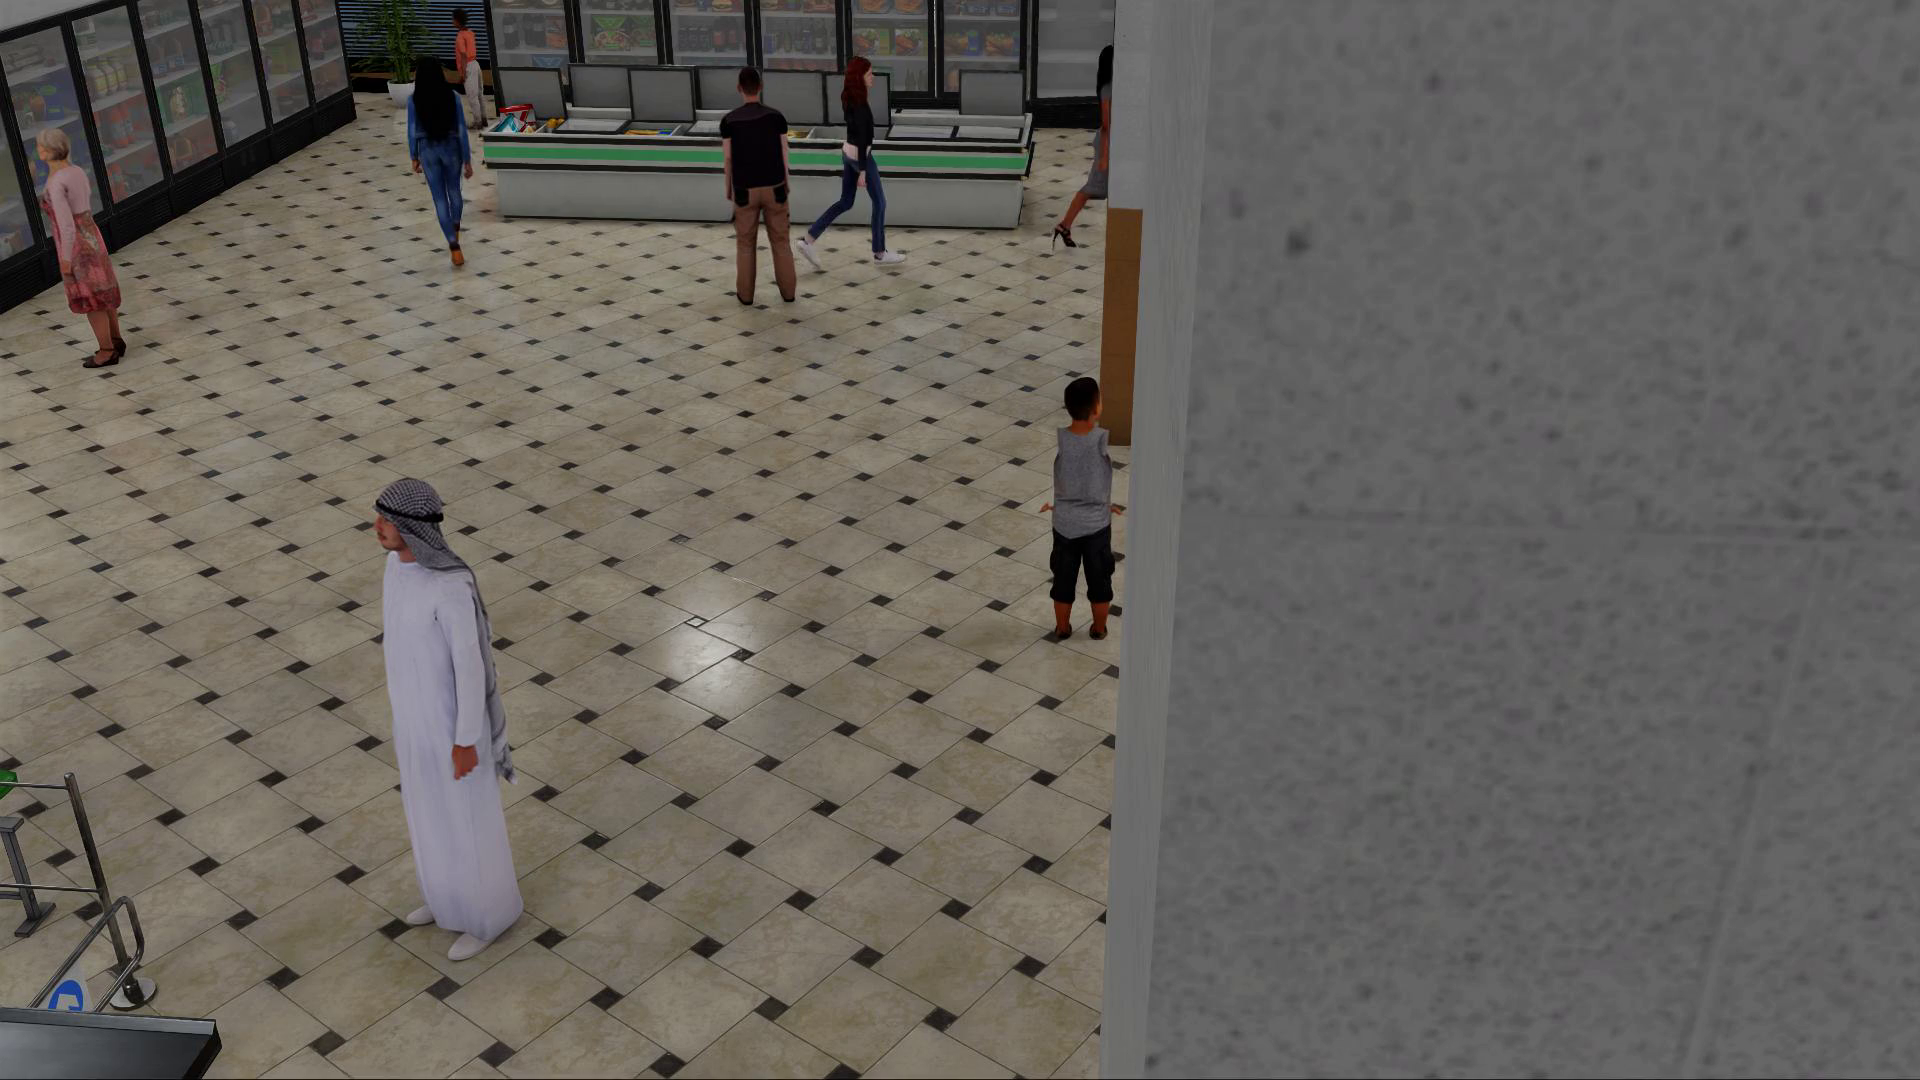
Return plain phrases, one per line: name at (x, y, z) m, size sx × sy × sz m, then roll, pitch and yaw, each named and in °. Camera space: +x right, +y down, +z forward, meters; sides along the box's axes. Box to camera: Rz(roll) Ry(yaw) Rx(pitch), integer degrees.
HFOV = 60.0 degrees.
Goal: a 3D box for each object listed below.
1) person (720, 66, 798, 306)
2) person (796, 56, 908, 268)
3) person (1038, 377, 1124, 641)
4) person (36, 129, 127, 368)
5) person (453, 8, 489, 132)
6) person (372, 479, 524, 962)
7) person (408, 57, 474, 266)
person at (-1.576, -2.744, 12.938) m, size 0.622 × 1.838 × 0.804 m, roll -4°, pitch 27°, yaw -8°
person at (-0.922, -3.046, 13.632) m, size 1.241 × 1.750 × 0.881 m, roll -8°, pitch 28°, yaw -16°
person at (0.611, -0.172, 8.292) m, size 0.452 × 1.455 × 0.643 m, roll 4°, pitch 27°, yaw 8°
person at (-6.208, -2.061, 11.754) m, size 0.612 × 1.691 × 0.624 m, roll -2°, pitch 27°, yaw -4°
person at (-5.406, -5.197, 18.361) m, size 0.496 × 1.309 × 0.500 m, roll 5°, pitch 27°, yaw 10°
person at (-1.913, 0.653, 6.142) m, size 0.783 × 1.926 × 0.859 m, roll 24°, pitch 35°, yaw 38°
person at (-4.311, -3.115, 13.862) m, size 1.186 × 1.665 × 1.041 m, roll -11°, pitch 29°, yaw -20°
